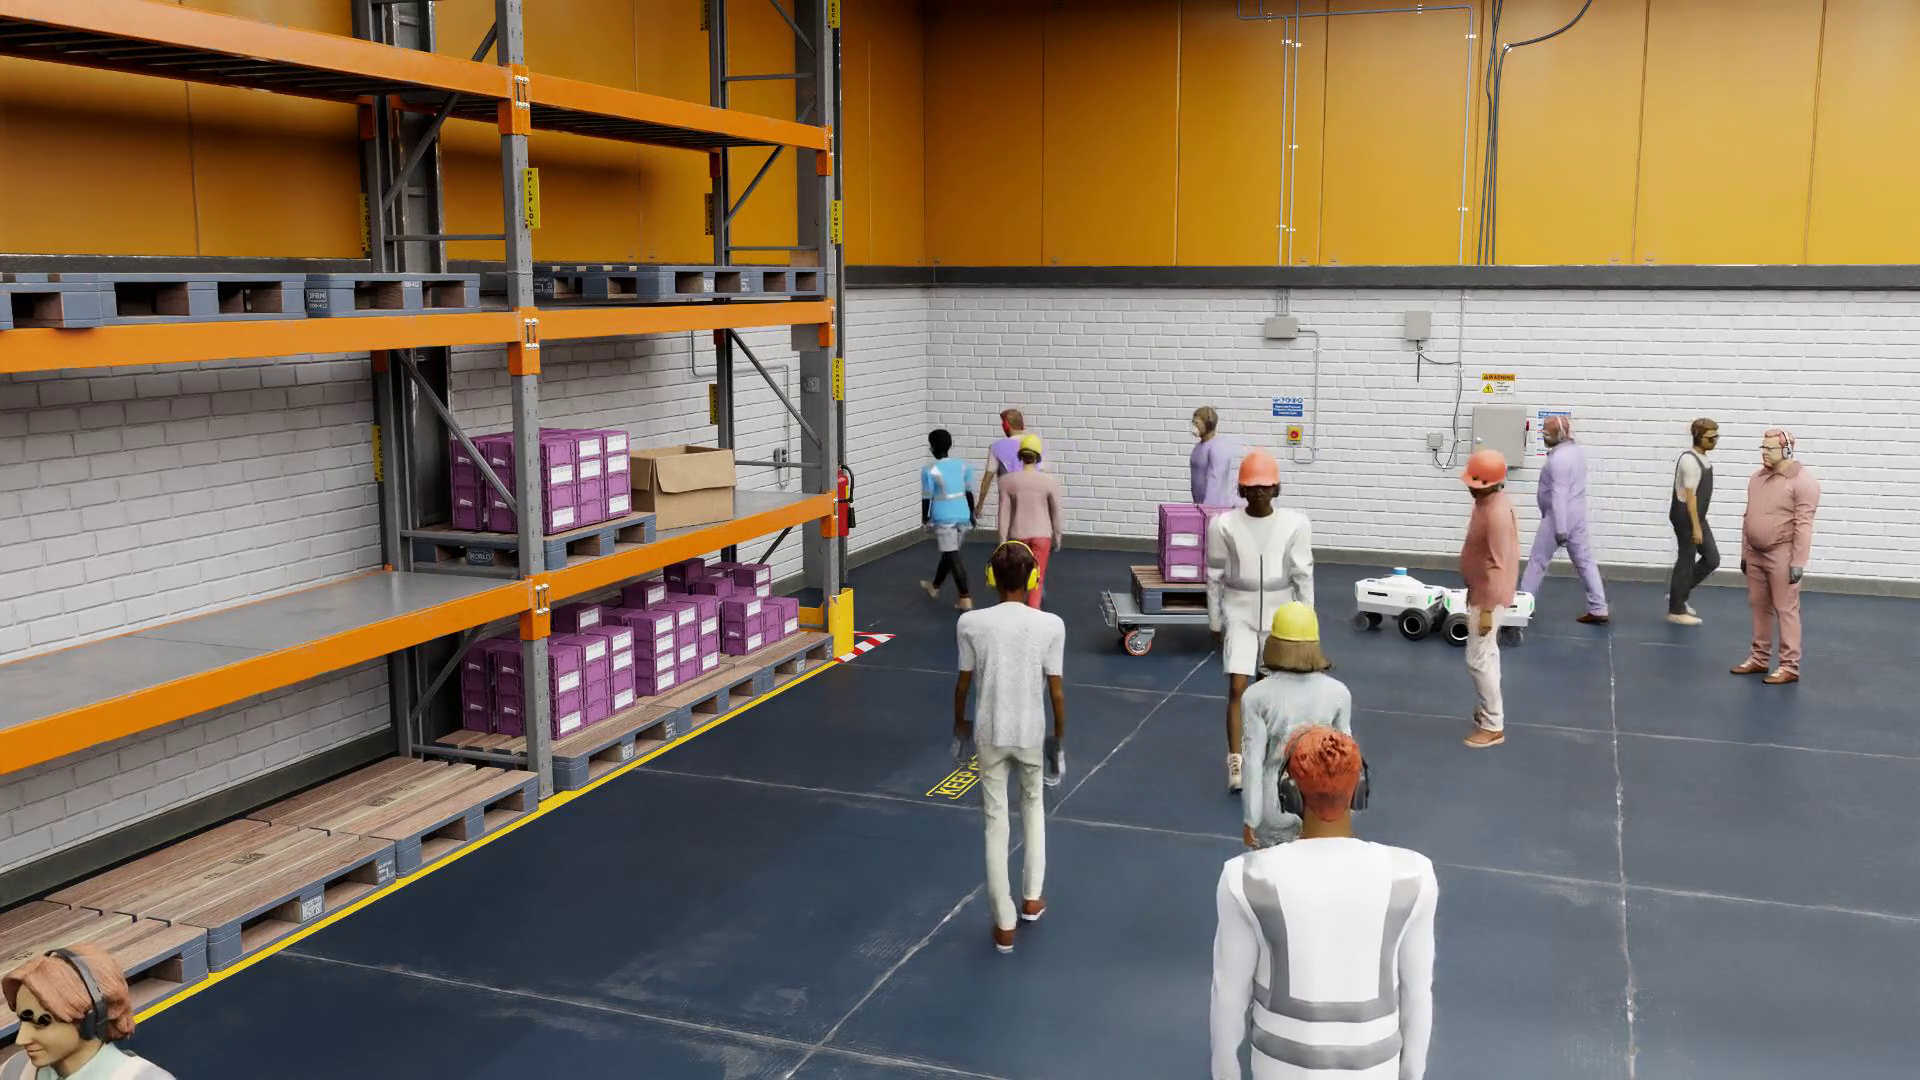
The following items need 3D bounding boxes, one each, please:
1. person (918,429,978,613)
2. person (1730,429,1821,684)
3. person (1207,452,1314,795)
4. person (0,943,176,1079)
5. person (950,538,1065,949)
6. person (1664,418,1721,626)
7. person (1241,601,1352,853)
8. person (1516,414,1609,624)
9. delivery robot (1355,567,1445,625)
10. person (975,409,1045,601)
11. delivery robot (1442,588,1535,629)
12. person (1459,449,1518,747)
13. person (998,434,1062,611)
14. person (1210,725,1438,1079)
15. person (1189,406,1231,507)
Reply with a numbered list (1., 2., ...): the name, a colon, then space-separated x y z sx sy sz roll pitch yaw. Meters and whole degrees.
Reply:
1. person: -0.151 -0.188 15.107 0.547 1.639 0.881 -8 12 -42
2. person: 6.073 0.117 12.443 0.403 1.900 0.646 -2 9 -15
3. person: 1.764 0.491 9.768 0.617 1.998 1.002 1 9 4
4. person: -1.850 1.653 3.594 0.523 1.638 0.310 3 10 19
5. person: 0.211 0.905 7.663 0.514 1.848 0.712 0 9 -2
6. person: 6.347 -0.149 14.359 0.428 1.820 0.522 8 12 40
7. person: 1.398 1.097 6.895 0.500 1.699 0.900 -1 9 -8
8. person: 5.221 -0.183 14.509 1.020 1.837 0.661 8 12 42
9. delivery robot: 3.720 0.476 14.084 0.707 0.478 0.477 7 11 38
10. person: 0.509 -0.330 15.625 0.595 1.779 1.004 -6 11 -31
11. delivery robot: 4.351 0.537 13.702 0.707 0.478 0.477 2 9 12
12. person: 3.421 0.359 10.817 0.371 1.945 0.842 3 9 17
13. person: 0.587 -0.025 13.910 0.528 1.710 0.947 1 9 7
14. person: 0.948 1.407 4.402 0.576 1.880 0.379 1 9 4
15. person: 2.215 -0.255 14.840 1.059 1.890 0.635 -3 9 -16
